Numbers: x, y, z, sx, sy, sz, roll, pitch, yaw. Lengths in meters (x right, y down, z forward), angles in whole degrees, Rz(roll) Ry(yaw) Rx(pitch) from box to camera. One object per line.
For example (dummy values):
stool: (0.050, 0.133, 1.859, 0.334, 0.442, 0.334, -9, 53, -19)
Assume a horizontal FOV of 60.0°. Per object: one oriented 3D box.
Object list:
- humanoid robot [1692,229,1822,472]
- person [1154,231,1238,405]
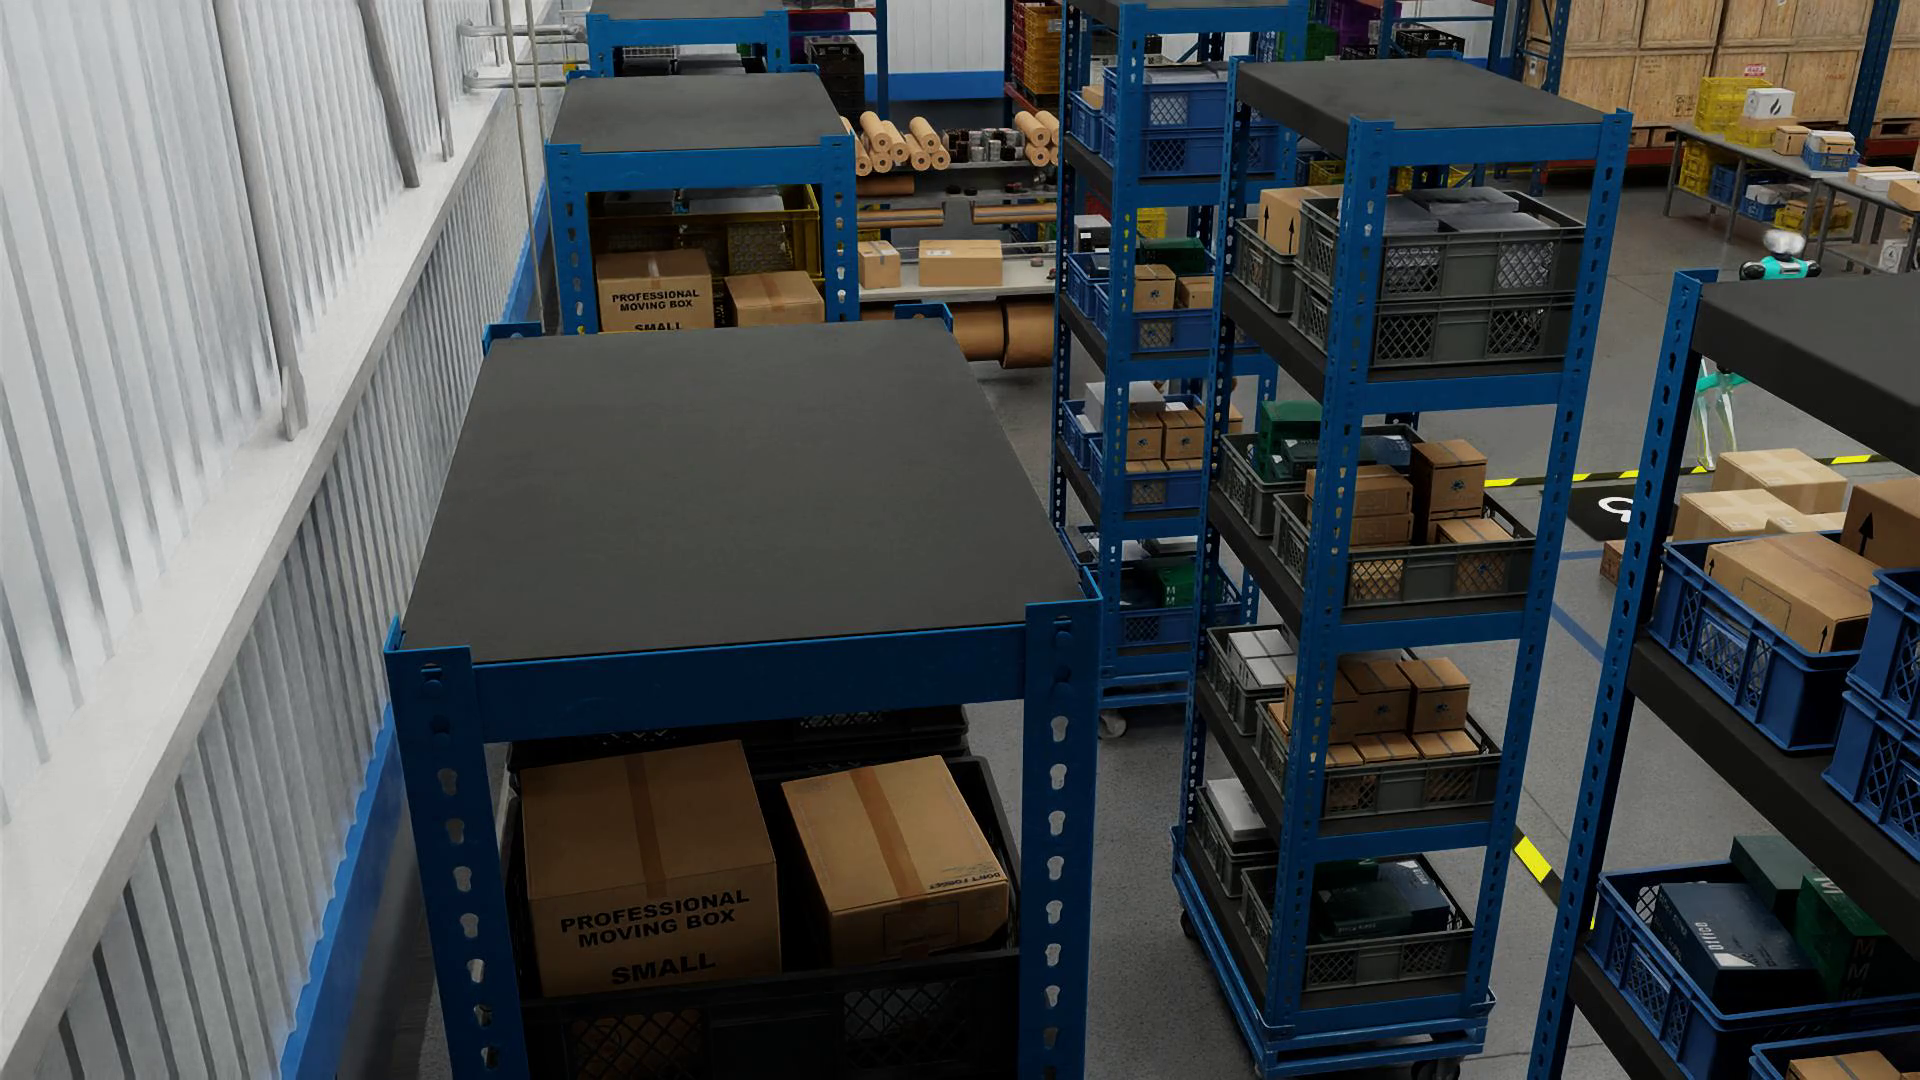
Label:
humanoid robot: (5.264, -1.305, 11.224, 0.533, 1.673, 0.735, -4, 25, -8)
person: (1.537, -1.098, 10.796, 0.587, 1.848, 0.395, -3, 25, -7)
